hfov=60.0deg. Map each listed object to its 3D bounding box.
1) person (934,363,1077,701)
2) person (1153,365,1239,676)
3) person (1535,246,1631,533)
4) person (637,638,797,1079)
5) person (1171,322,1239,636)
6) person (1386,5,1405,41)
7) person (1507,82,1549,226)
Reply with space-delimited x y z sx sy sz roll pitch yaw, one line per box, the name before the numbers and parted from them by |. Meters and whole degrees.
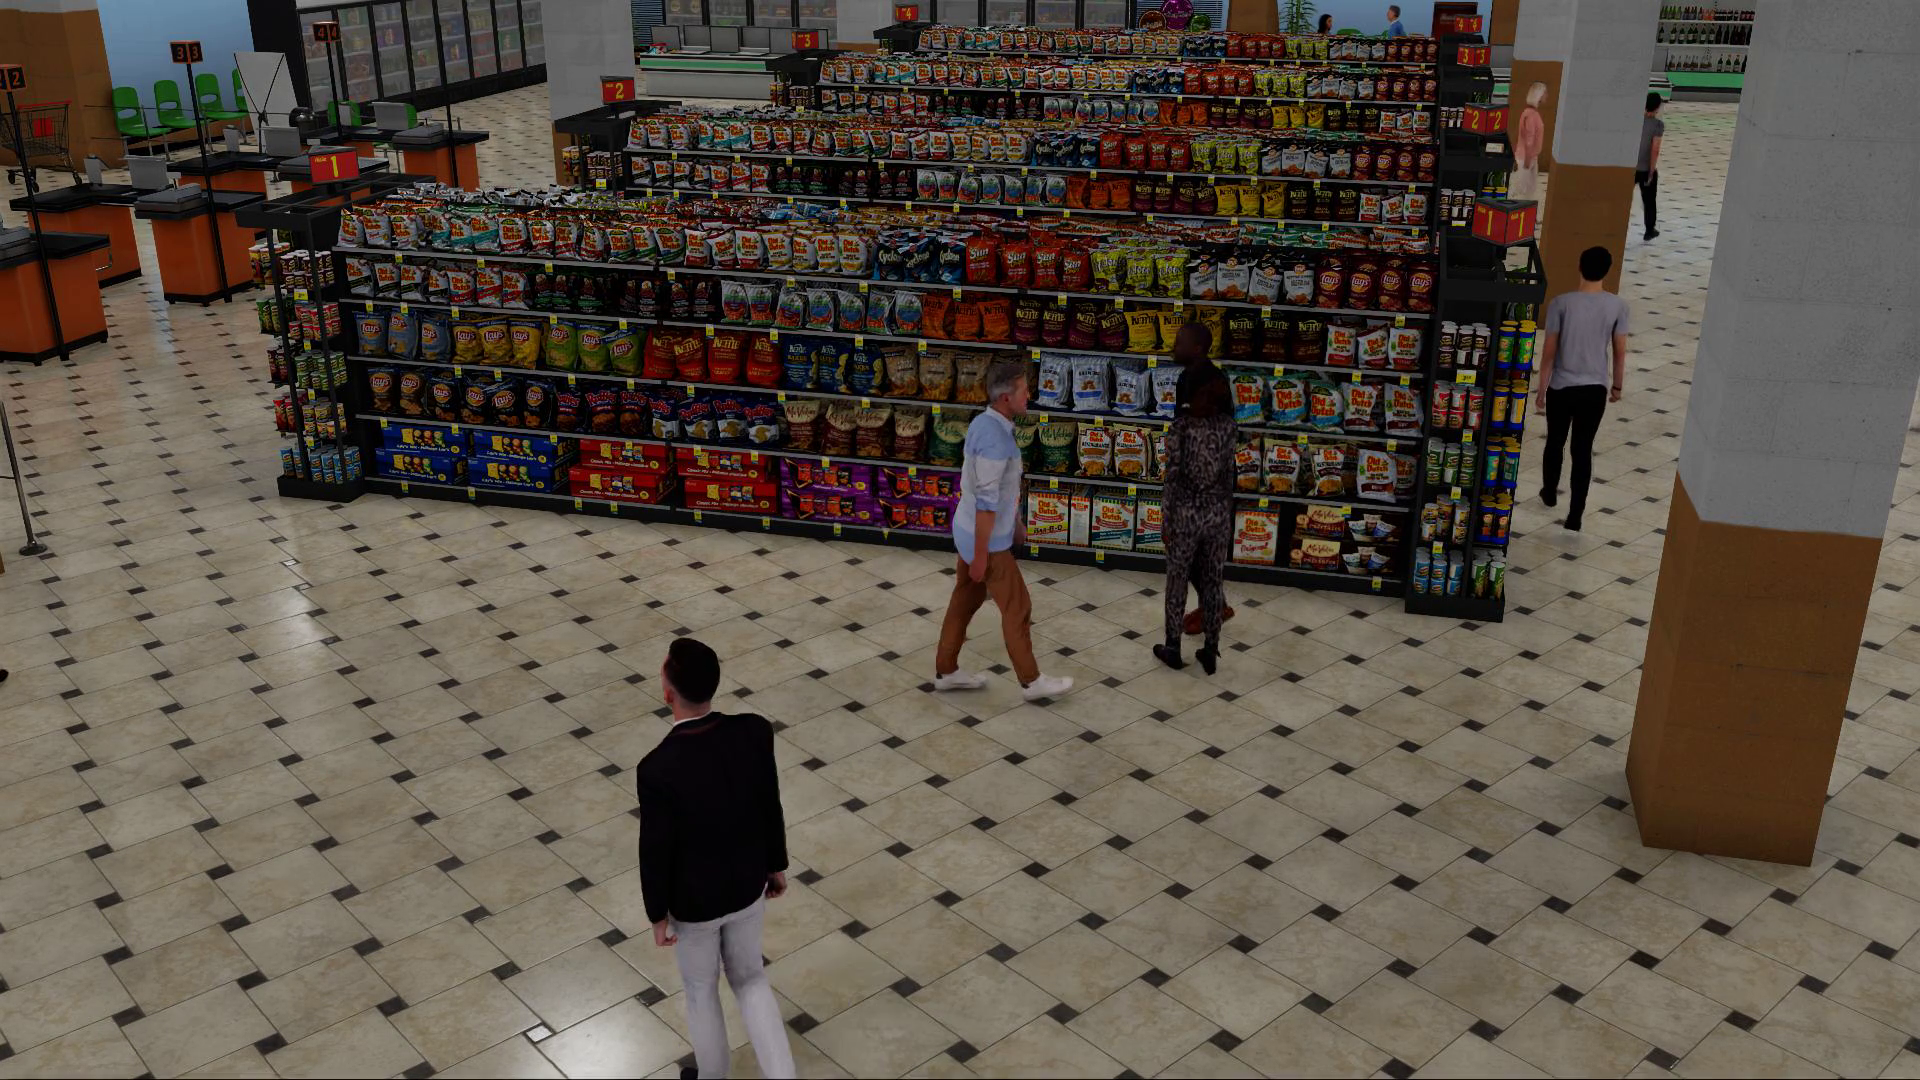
person | 0.047 -0.010 8.490 1.078 1.791 0.921 -3 22 -7
person | 1.274 -0.094 8.801 0.688 1.716 0.761 -6 23 -14
person | 3.997 -0.923 10.723 1.107 1.821 0.745 6 23 14
person | -0.756 1.195 5.439 0.965 1.830 1.037 -14 26 -31
person | 1.424 -0.315 9.228 0.732 1.807 0.783 0 22 -1
person | 7.945 -8.876 30.527 0.570 1.813 0.672 8 23 18
person | 6.800 -4.670 20.203 1.001 1.705 0.638 8 23 18
